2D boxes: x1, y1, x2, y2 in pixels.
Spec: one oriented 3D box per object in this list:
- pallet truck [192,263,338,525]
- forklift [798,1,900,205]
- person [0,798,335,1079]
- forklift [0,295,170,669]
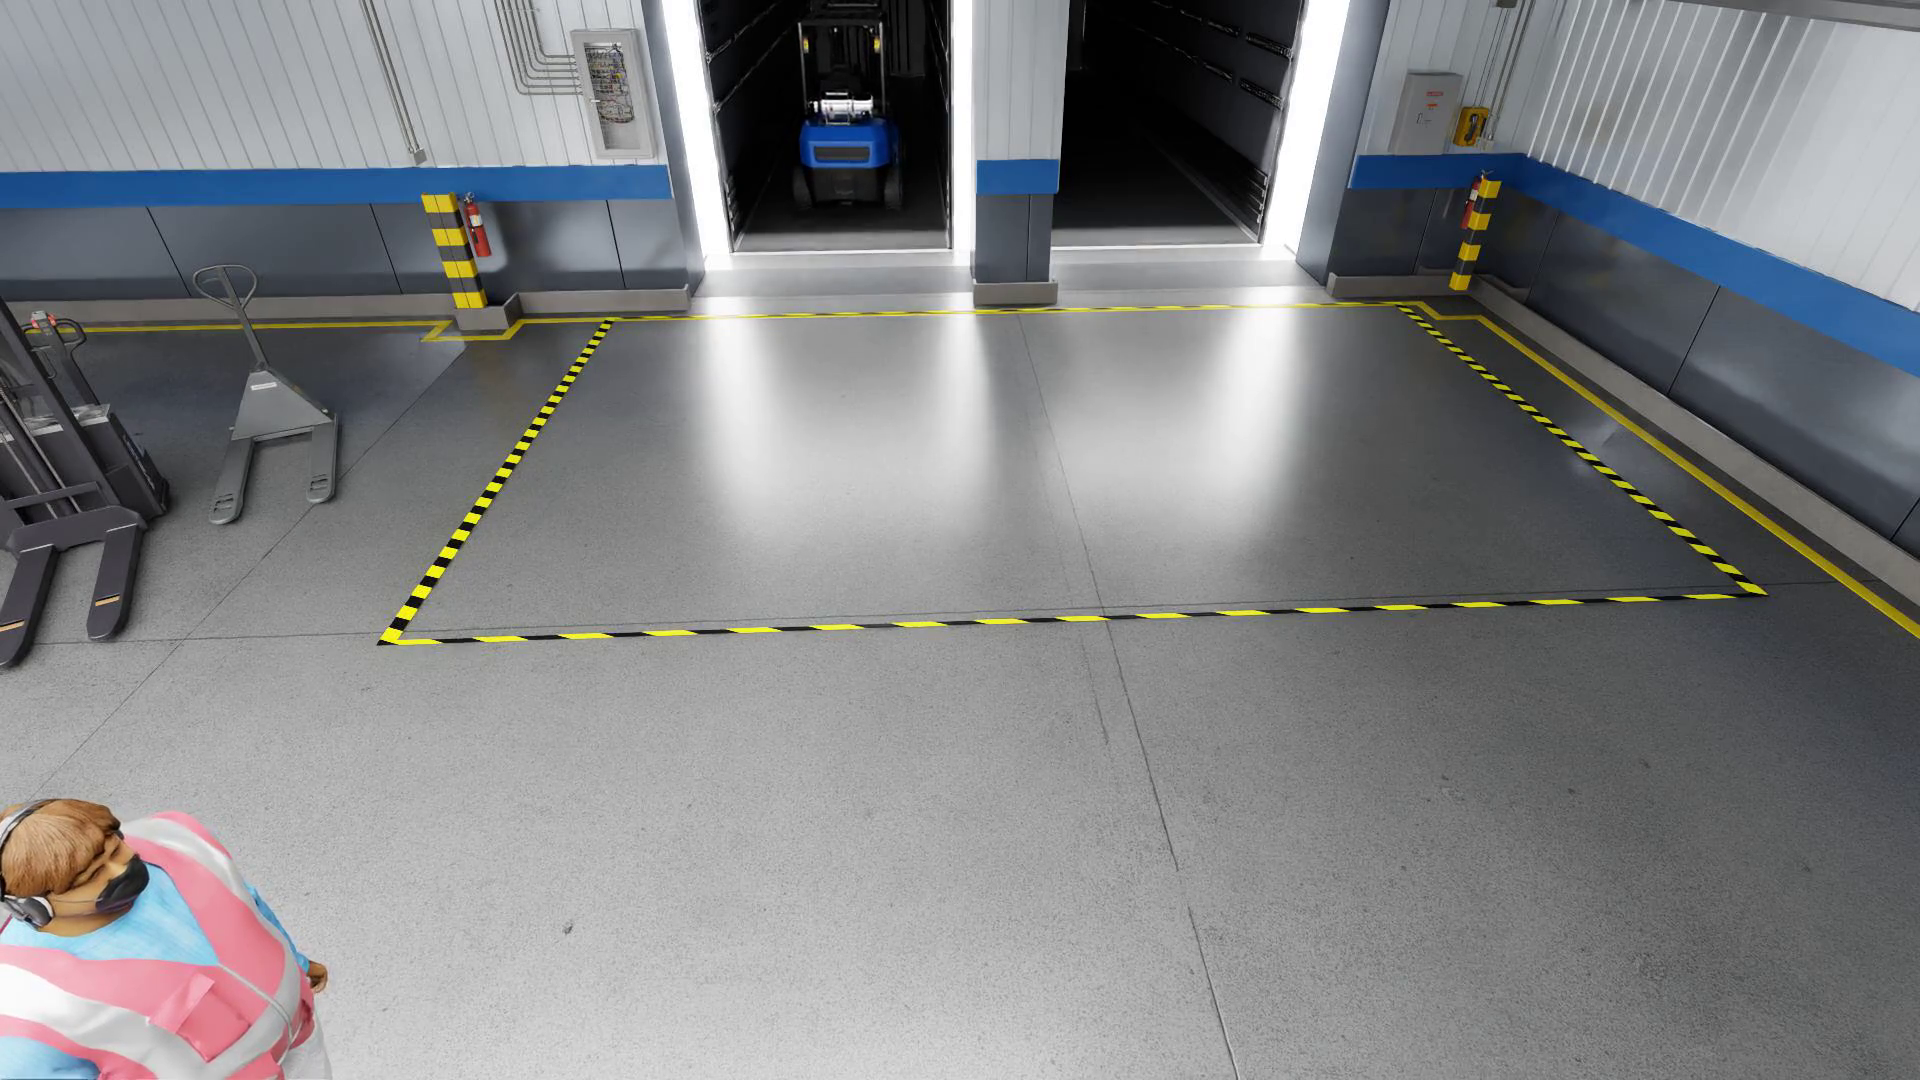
[{"bbox_3d":[-4.778,-1.027,6.128,0.680,1.201,1.601,-17,38,-23],"label":"pallet truck"},{"bbox_3d":[-1.422,-5.708,11.872,1.157,2.036,2.680,0,35,0],"label":"forklift"},{"bbox_3d":[-1.806,1.286,2.277,0.431,1.845,0.620,-1,35,-1],"label":"person"},{"bbox_3d":[-5.212,-0.618,4.878,0.823,1.965,1.885,-20,39,-26],"label":"forklift"}]
